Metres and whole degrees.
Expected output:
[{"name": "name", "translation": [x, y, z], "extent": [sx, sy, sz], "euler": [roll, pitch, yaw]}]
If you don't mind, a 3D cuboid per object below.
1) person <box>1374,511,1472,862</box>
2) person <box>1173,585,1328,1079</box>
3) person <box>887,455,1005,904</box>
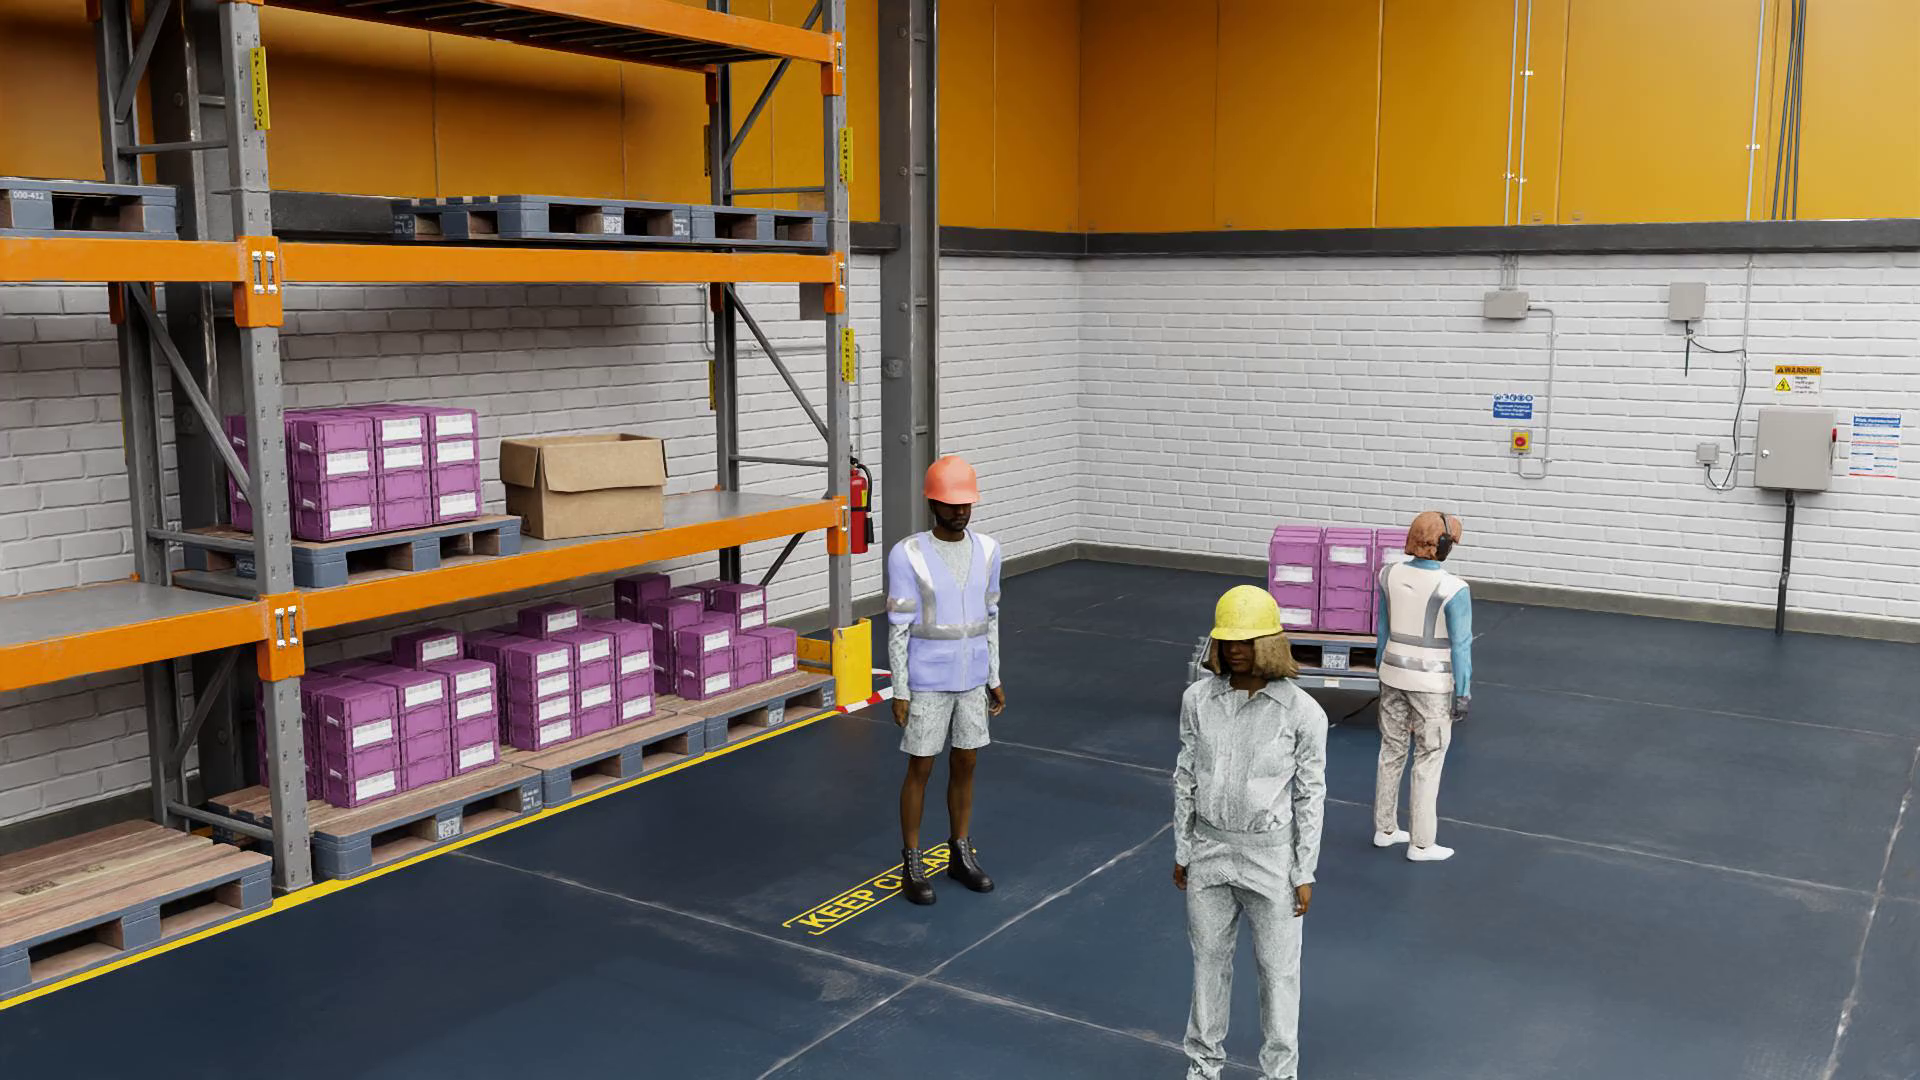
[{"name": "person", "translation": [2.122, 0.673, 7.666], "extent": [0.324, 1.630, 0.524], "euler": [-6, 11, -35]}, {"name": "person", "translation": [0.882, 0.999, 5.186], "extent": [0.487, 1.744, 0.297], "euler": [5, 10, 29]}, {"name": "person", "translation": [-0.040, 0.597, 7.175], "extent": [0.551, 1.935, 0.375], "euler": [-5, 10, -29]}]
